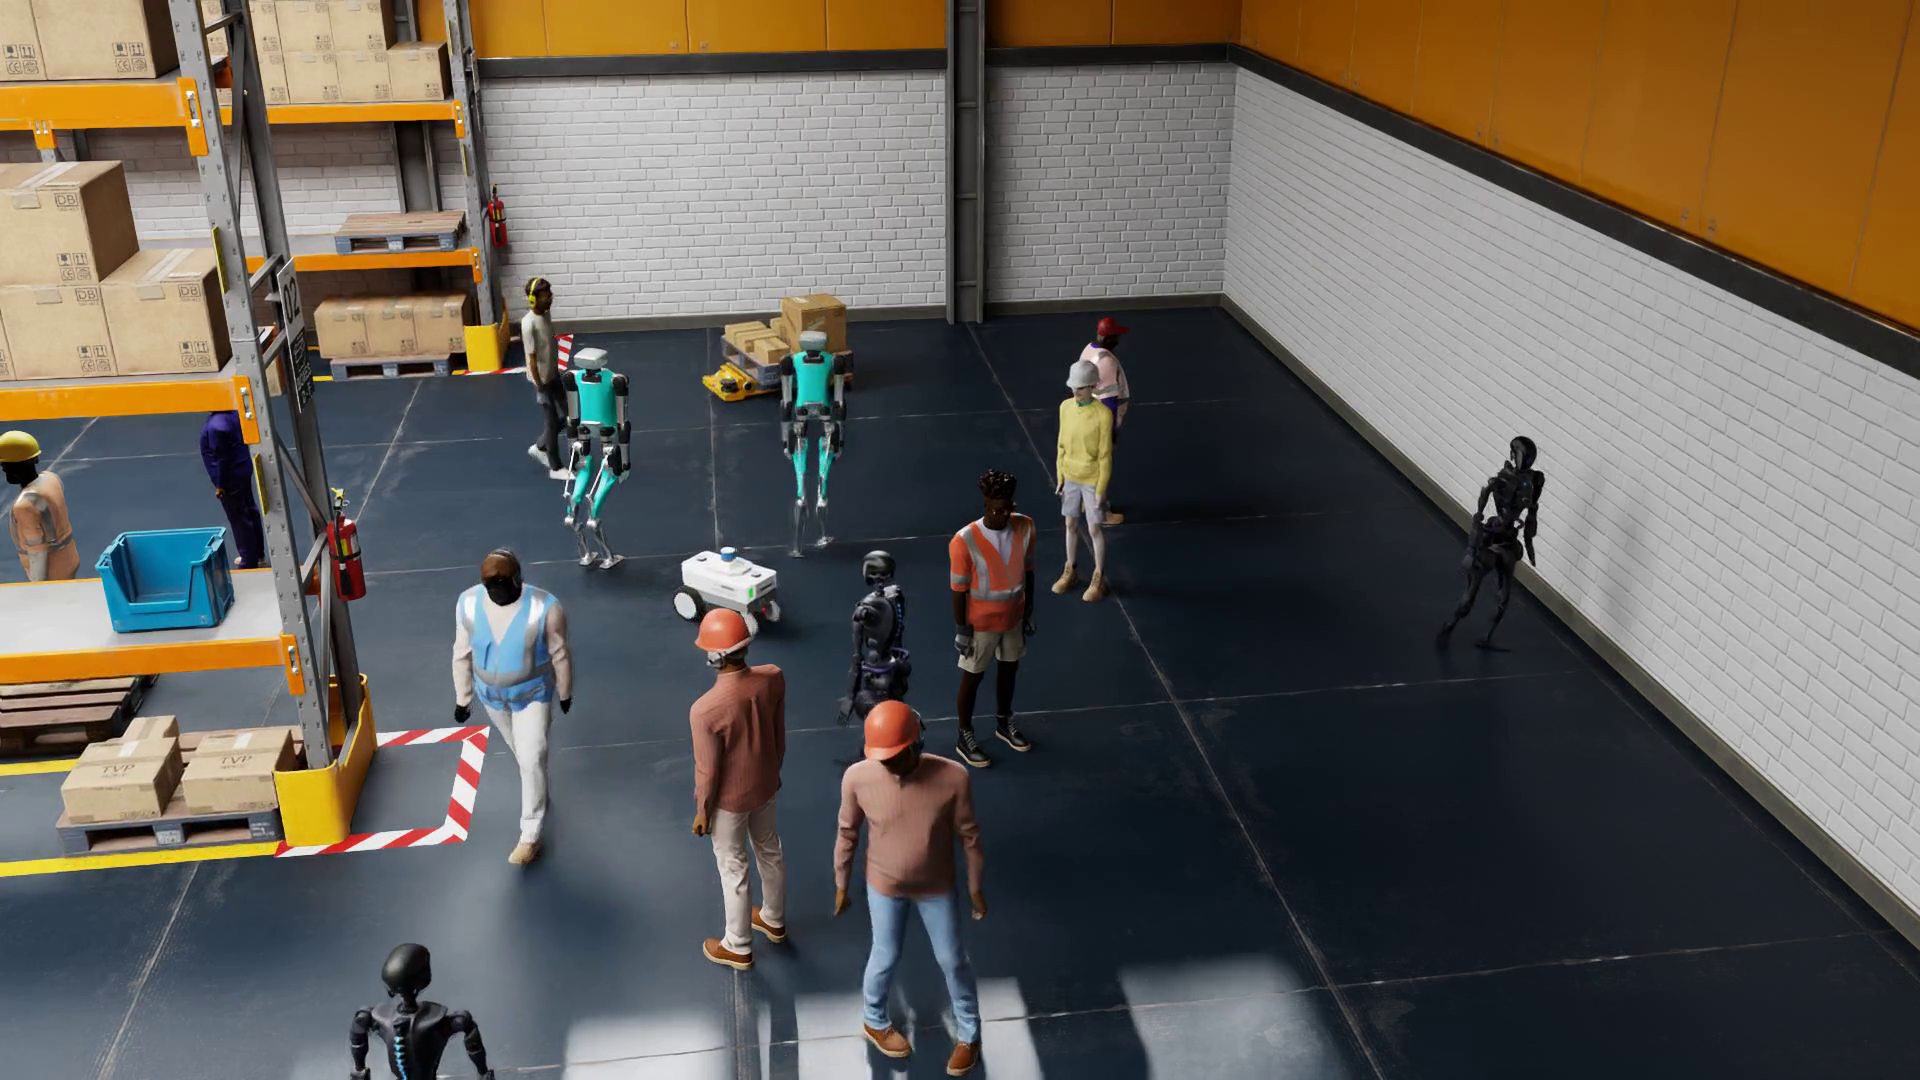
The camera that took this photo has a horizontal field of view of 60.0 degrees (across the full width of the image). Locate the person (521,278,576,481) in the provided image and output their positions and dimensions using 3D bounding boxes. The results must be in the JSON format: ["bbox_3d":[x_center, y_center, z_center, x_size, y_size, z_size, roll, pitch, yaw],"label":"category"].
[{"bbox_3d":[-3.618,-1.403,14.614,0.420,1.856,0.558,3,24,7],"label":"person"}]

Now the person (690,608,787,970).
[{"bbox_3d":[-1.117,1.251,8.407,0.379,1.992,0.608,17,29,33],"label":"person"}]

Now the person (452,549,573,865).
[{"bbox_3d":[-2.558,0.922,9.394,0.629,1.804,0.915,5,24,11],"label":"person"}]

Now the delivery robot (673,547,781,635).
[{"bbox_3d":[-1.713,0.344,12.268,0.799,0.605,0.499,15,28,30],"label":"delivery robot"}]

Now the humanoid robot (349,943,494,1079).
[{"bbox_3d":[-2.063,2.274,6.516,0.605,1.621,0.770,2,24,3],"label":"humanoid robot"}]

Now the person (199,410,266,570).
[{"bbox_3d":[-5.618,-0.476,12.792,0.332,1.623,0.450,-3,24,-7],"label":"person"}]

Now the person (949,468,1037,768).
[{"bbox_3d":[0.210,0.470,10.240,0.596,1.957,0.378,-16,28,-32],"label":"person"}]

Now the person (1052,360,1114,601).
[{"bbox_3d":[0.926,-0.457,12.440,0.489,1.883,0.417,17,29,34],"label":"person"}]

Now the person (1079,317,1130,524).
[{"bbox_3d":[1.194,-1.005,13.839,0.419,1.753,0.608,-6,24,-12],"label":"person"}]

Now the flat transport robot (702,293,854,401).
[{"bbox_3d":[-1.895,-1.718,17.310,1.431,0.231,0.659,-12,26,-26],"label":"flat transport robot"}]

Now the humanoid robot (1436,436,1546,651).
[{"bbox_3d":[3.730,0.021,11.609,0.611,1.644,0.476,-10,26,-21],"label":"humanoid robot"}]

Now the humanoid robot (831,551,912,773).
[{"bbox_3d":[-0.517,0.833,9.809,0.763,1.624,0.598,11,26,24],"label":"humanoid robot"}]

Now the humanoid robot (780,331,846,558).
[{"bbox_3d":[-1.148,-0.708,13.194,0.595,1.786,0.819,-4,24,-9],"label":"humanoid robot"}]

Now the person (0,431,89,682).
[{"bbox_3d":[-5.965,0.198,10.885,0.359,1.927,0.586,-5,24,-11],"label":"person"}]

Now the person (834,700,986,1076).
[{"bbox_3d":[-0.235,1.587,7.690,0.699,1.960,0.433,0,24,0],"label":"person"}]

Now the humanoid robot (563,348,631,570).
[{"bbox_3d":[-2.851,-0.578,12.770,0.530,1.695,0.742,6,24,13],"label":"humanoid robot"}]
